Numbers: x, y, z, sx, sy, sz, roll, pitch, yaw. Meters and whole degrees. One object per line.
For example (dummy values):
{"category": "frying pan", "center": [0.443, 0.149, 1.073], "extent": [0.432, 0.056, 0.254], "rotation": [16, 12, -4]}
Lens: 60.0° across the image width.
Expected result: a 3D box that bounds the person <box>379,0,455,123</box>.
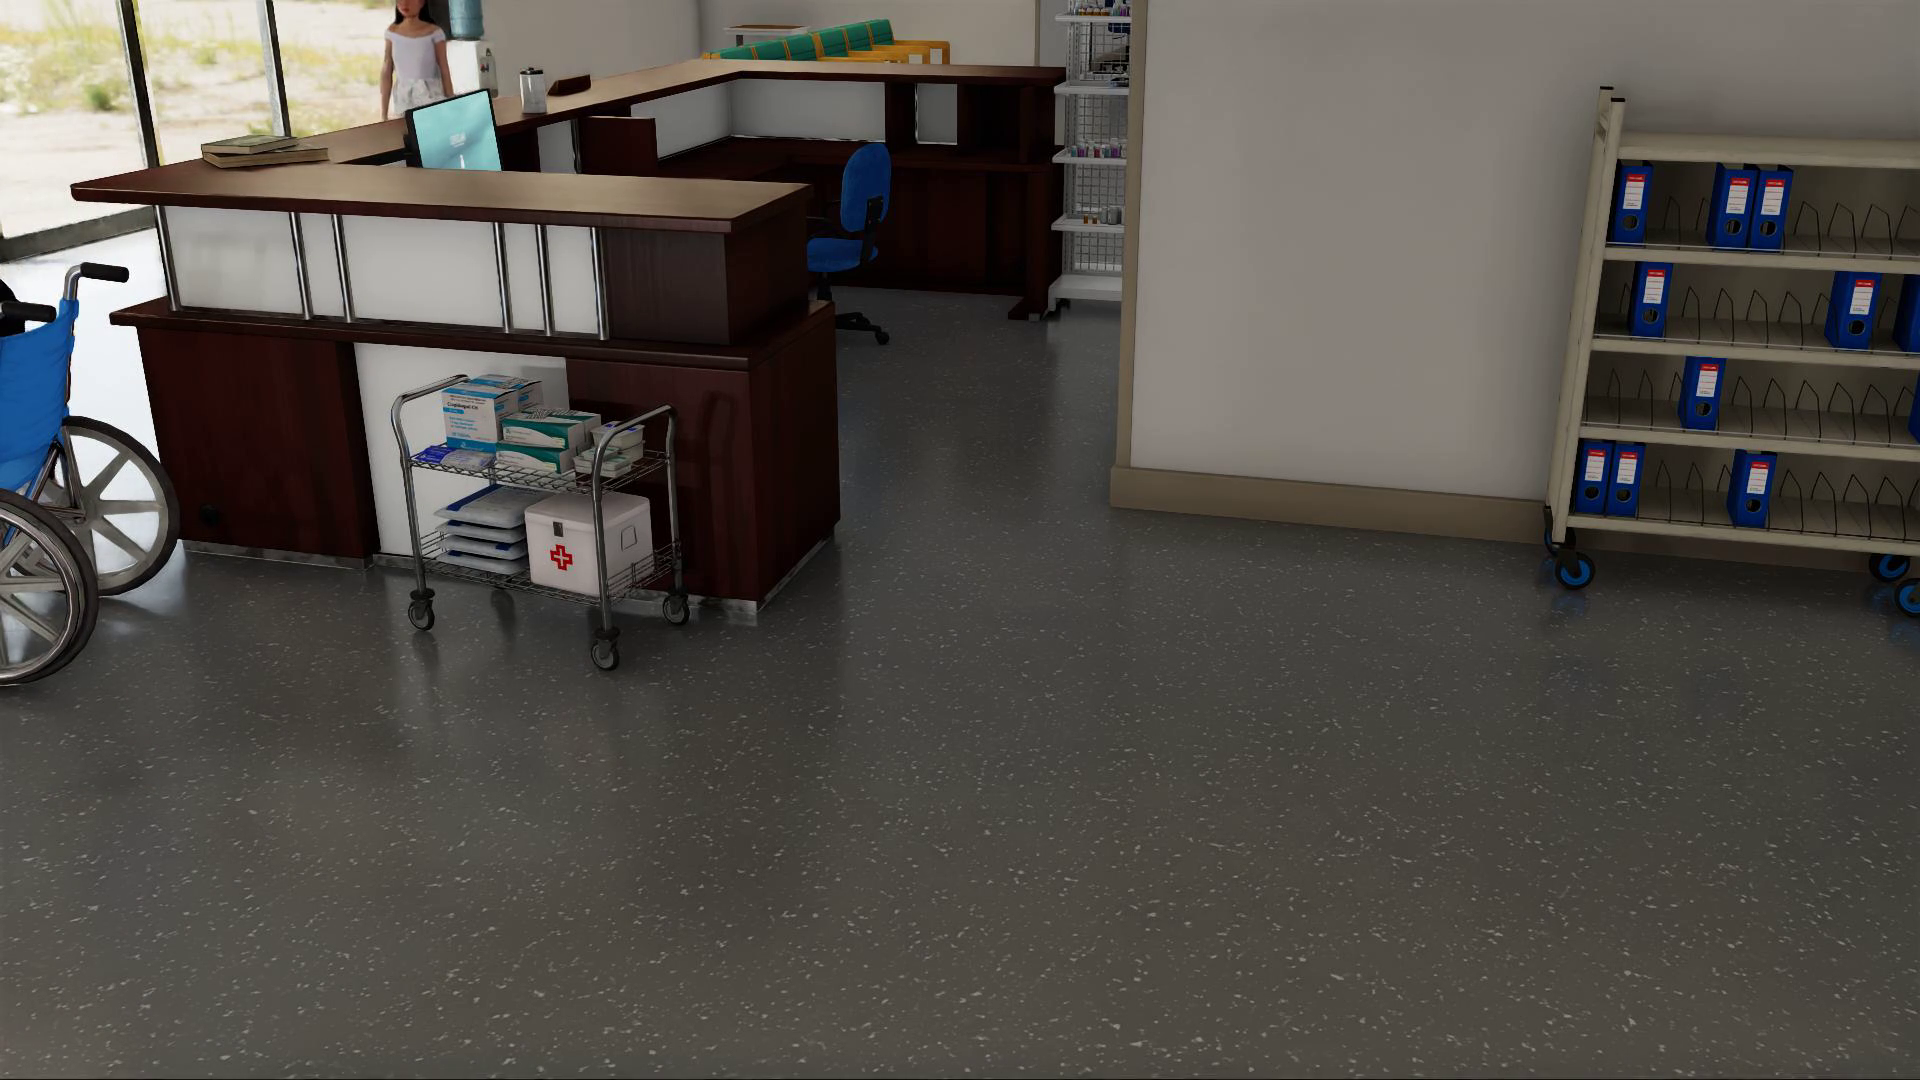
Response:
{"category": "person", "center": [-3.563, -2.792, 11.100], "extent": [1.154, 1.720, 0.796], "rotation": [2, 21, 6]}
